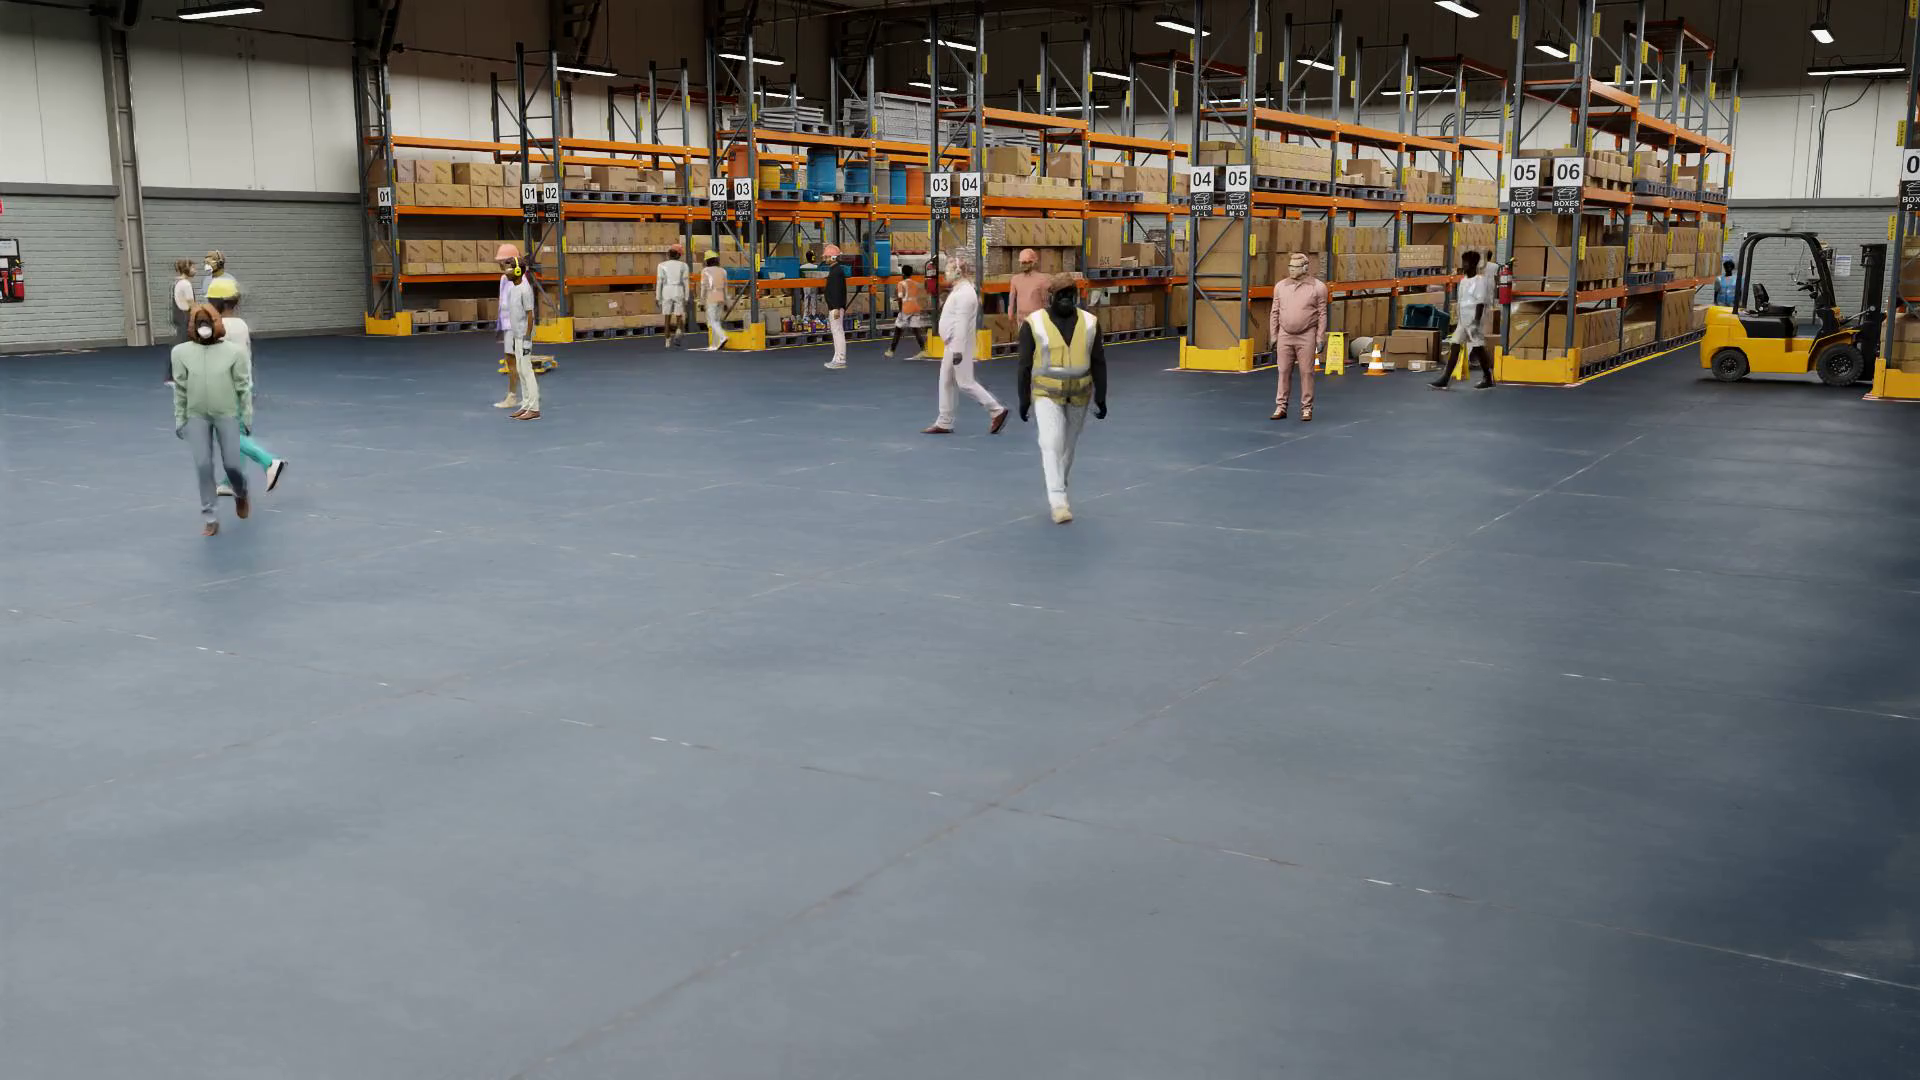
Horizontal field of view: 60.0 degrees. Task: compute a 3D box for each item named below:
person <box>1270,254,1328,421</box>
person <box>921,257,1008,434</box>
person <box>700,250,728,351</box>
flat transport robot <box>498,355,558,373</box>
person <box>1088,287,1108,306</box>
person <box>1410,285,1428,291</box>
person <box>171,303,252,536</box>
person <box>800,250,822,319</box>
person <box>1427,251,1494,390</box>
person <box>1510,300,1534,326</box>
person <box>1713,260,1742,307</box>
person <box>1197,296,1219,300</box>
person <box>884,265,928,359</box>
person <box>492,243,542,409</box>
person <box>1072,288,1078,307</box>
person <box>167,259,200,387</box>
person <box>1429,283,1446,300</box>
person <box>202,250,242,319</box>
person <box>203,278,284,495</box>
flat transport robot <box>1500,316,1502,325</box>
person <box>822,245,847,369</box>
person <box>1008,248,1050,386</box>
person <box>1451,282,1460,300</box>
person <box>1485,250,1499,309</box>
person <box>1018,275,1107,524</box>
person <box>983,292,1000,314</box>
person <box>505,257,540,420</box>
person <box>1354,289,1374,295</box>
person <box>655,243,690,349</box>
[{"bbox_3d":[3.847,-2.308,19.004,0.652,1.903,0.403,5,11,26],"label":"person"},{"bbox_3d":[0.057,-2.044,17.607,0.837,1.885,0.647,-2,10,-11],"label":"person"},{"bbox_3d":[-4.560,-4.482,31.175,0.629,1.905,0.598,9,13,41],"label":"person"},{"bbox_3d":[-6.795,-2.776,26.196,0.652,0.197,1.431,-1,10,-3],"label":"flat transport robot"},{"bbox_3d":[3.288,-6.134,40.753,0.946,1.800,0.634,-7,12,-33],"label":"person"},{"bbox_3d":[11.540,-6.468,41.916,0.548,2.000,0.688,1,10,3],"label":"person"},{"bbox_3d":[-5.221,-0.851,11.660,0.504,1.621,0.475,-2,10,-13],"label":"person"},{"bbox_3d":[-3.236,-5.350,36.144,0.535,1.866,0.314,5,11,25],"label":"person"},{"bbox_3d":[6.975,-3.008,22.896,0.915,1.920,0.629,-3,10,-15],"label":"person"},{"bbox_3d":[13.495,-5.985,39.749,0.671,1.866,0.622,-4,11,-19],"label":"person"},{"bbox_3d":[15.708,-4.887,34.062,0.542,1.678,0.477,6,12,31],"label":"person"},{"bbox_3d":[5.330,-5.319,35.877,0.586,1.902,0.835,6,12,29],"label":"person"},{"bbox_3d":[-0.910,-4.001,29.210,0.791,1.642,0.551,9,14,42],"label":"person"},{"bbox_3d":[-5.496,-2.634,20.521,0.611,2.045,0.617,-7,12,-34],"label":"person"},{"bbox_3d":[2.612,-5.992,39.796,0.390,1.846,0.565,-7,12,-35],"label":"person"},{"bbox_3d":[-10.851,-3.073,23.592,0.952,1.795,0.517,-6,12,-30],"label":"person"},{"bbox_3d":[11.860,-6.226,41.190,0.624,1.822,0.472,8,13,37],"label":"person"},{"bbox_3d":[-8.950,-2.531,20.157,0.629,1.940,0.373,6,12,30],"label":"person"},{"bbox_3d":[-5.747,-1.204,13.225,0.605,1.751,0.533,0,10,-1],"label":"person"},{"bbox_3d":[13.287,-5.392,40.847,0.652,0.197,1.431,1,10,6],"label":"flat transport robot"},{"bbox_3d":[-2.035,-3.772,26.947,0.396,1.992,0.623,-2,10,-12],"label":"person"},{"bbox_3d":[1.026,-3.223,24.007,0.636,1.960,0.973,6,12,32],"label":"person"},{"bbox_3d":[12.335,-6.359,41.688,0.700,1.909,0.667,-5,11,-24],"label":"person"},{"bbox_3d":[12.433,-5.899,39.253,0.510,1.860,0.333,2,10,14],"label":"person"},{"bbox_3d":[0.751,-1.061,12.337,0.631,1.802,0.931,-3,10,-15],"label":"person"},{"bbox_3d":[0.602,-5.471,36.536,0.619,1.971,0.667,5,11,26],"label":"person"},{"bbox_3d":[-5.045,-2.313,19.126,0.309,1.868,0.535,-6,12,-29],"label":"person"},{"bbox_3d":[9.763,-6.113,40.396,0.647,1.887,1.040,4,11,23],"label":"person"},{"bbox_3d":[-5.549,-4.699,32.073,0.663,2.012,0.463,-2,10,-9],"label":"person"}]
